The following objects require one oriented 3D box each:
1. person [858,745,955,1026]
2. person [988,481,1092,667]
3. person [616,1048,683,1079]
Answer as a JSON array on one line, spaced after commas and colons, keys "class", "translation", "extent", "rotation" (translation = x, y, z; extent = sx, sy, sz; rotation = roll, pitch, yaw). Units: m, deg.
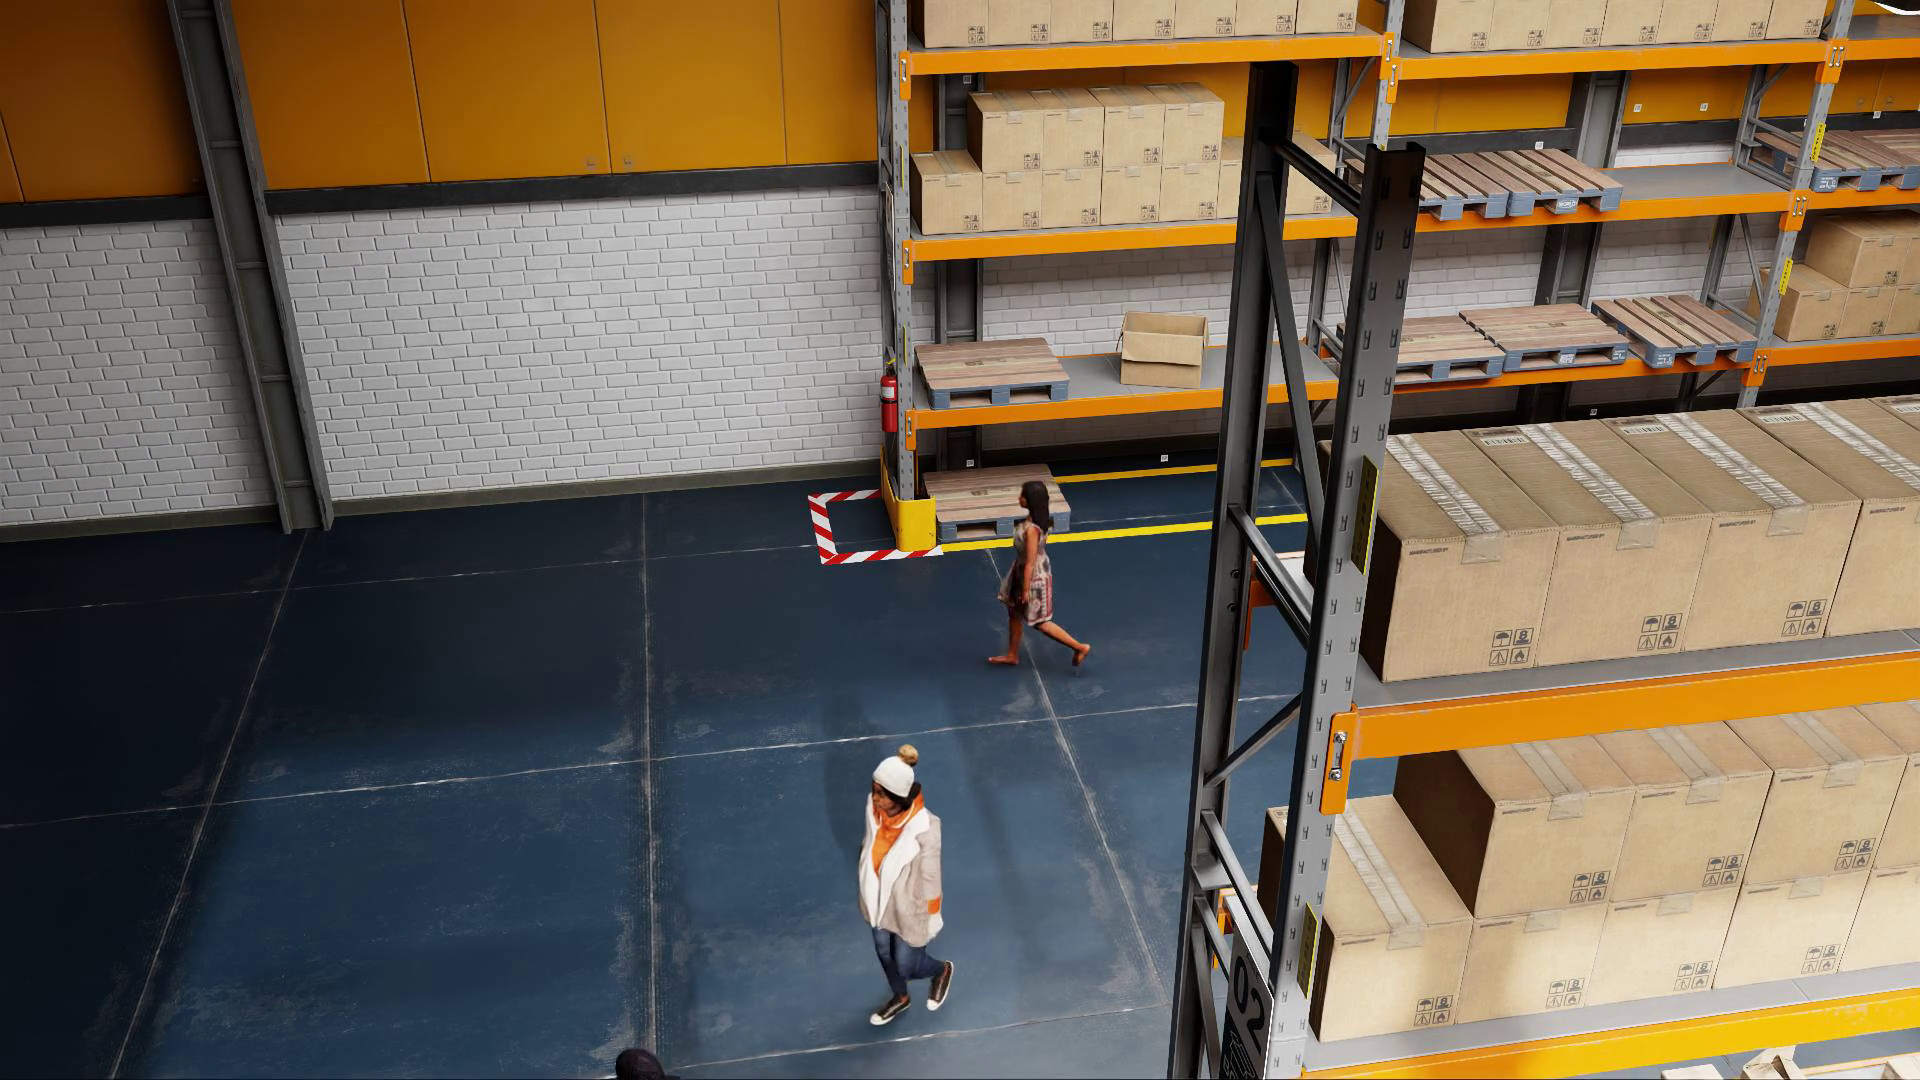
[{"class": "person", "translation": [-0.260, 1.936, 9.357], "extent": [0.903, 1.876, 0.964], "rotation": [24, 37, 37]}, {"class": "person", "translation": [0.632, 0.307, 12.609], "extent": [1.100, 1.622, 0.809], "rotation": [3, 29, 5]}, {"class": "person", "translation": [-1.352, 2.987, 7.604], "extent": [0.903, 1.710, 0.927], "rotation": [-24, 37, -37]}]
